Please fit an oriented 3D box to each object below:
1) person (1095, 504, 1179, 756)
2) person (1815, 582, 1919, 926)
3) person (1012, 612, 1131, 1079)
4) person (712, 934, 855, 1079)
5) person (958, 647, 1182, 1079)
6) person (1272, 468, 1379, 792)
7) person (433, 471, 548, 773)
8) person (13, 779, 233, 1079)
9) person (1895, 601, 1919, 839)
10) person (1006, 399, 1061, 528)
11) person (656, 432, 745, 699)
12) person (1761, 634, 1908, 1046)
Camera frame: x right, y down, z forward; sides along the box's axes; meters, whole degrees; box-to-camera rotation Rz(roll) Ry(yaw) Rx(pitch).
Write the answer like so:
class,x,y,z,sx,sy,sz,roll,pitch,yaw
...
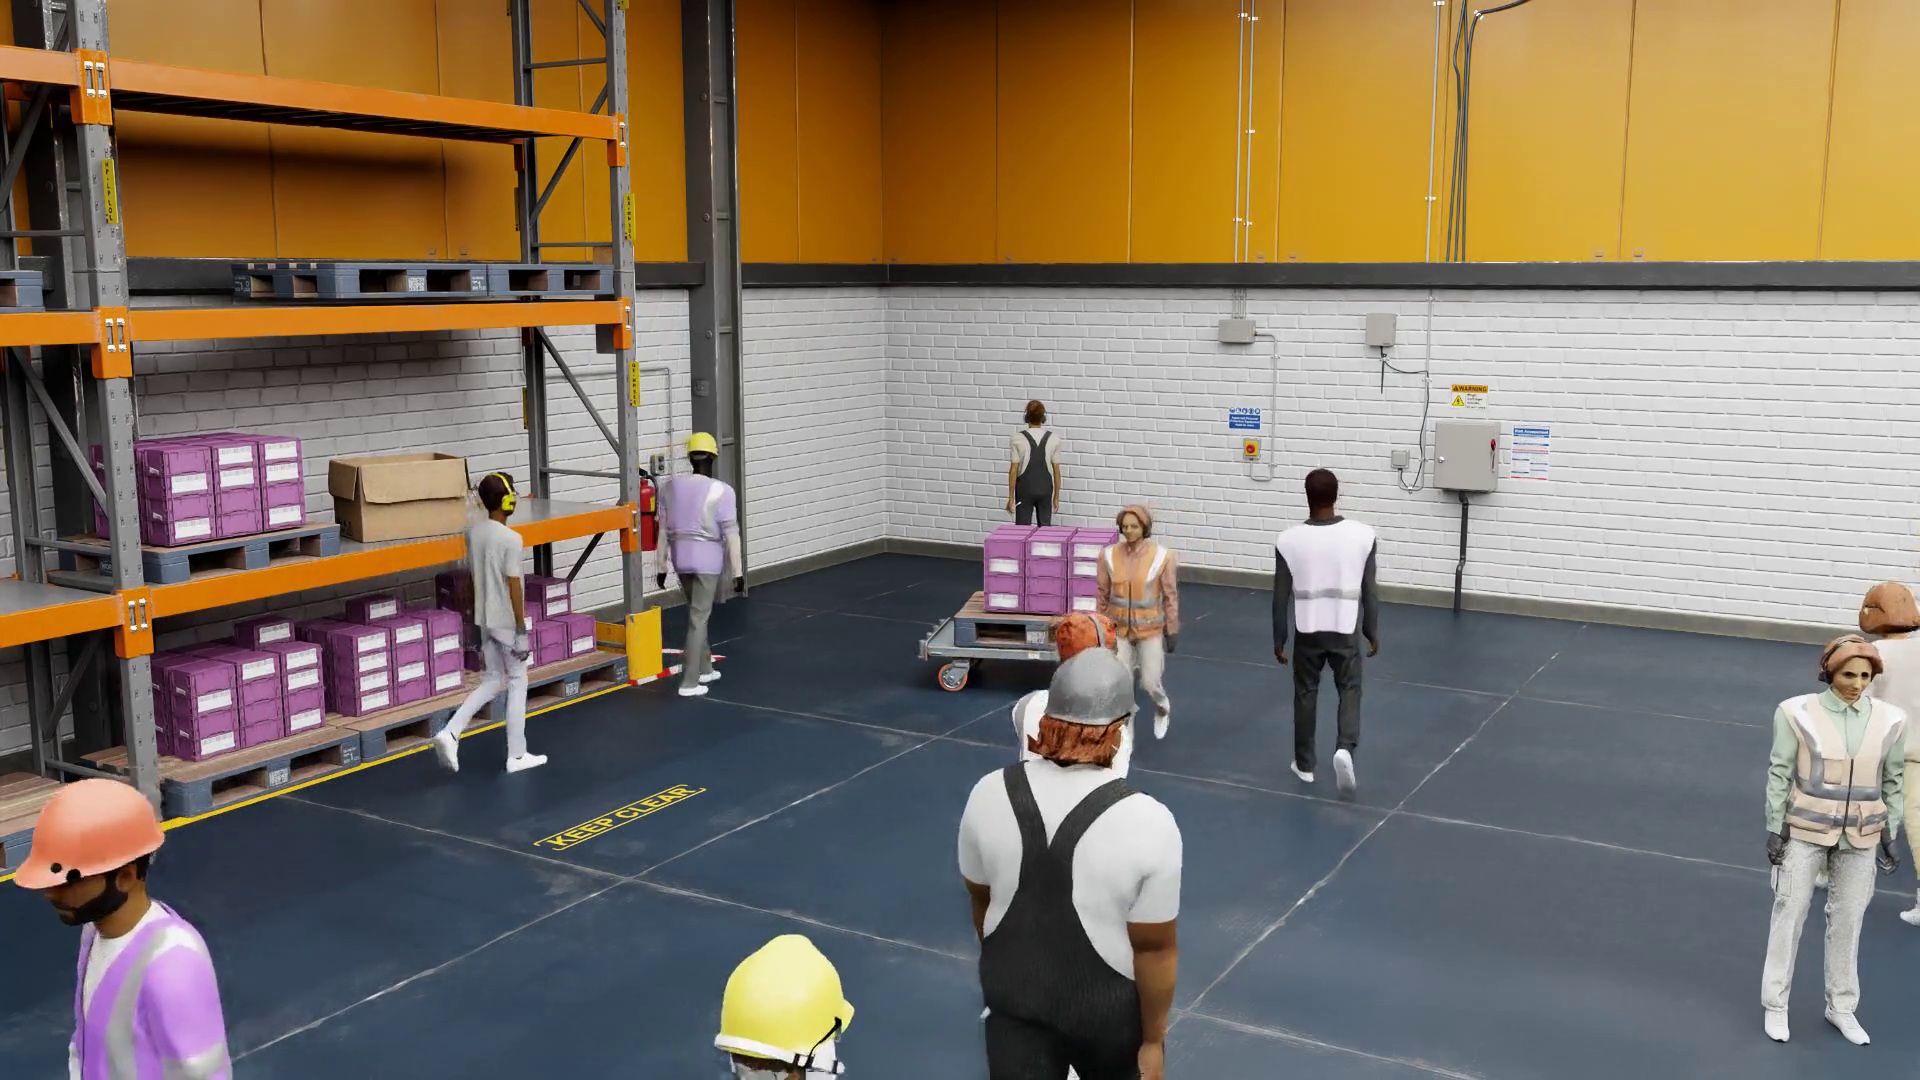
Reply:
class,x,y,z,sx,sy,sz,roll,pitch,yaw
person,1.127,0.562,10.423,0.523,1.630,0.503,4,10,22
person,4.380,0.985,7.890,0.519,1.578,0.889,-2,9,-13
person,0.414,1.172,5.857,0.405,1.871,0.579,-7,12,-38
person,-0.300,1.624,3.190,0.633,1.808,0.636,4,10,23
person,0.336,1.254,4.794,0.692,2.000,1.043,5,10,29
person,2.143,0.529,9.739,0.635,1.908,0.641,1,9,7
person,-2.818,0.519,9.953,0.505,1.859,0.664,7,11,36
person,-1.965,1.477,3.797,0.819,1.905,0.575,-7,12,-39
person,5.035,0.814,8.527,0.541,1.730,0.732,2,9,10
person,0.697,-0.416,15.839,0.515,1.845,0.347,-2,9,-11
person,-1.840,0.170,12.007,0.631,1.883,0.784,4,10,22
person,3.432,1.172,6.555,0.511,1.640,0.308,1,9,6
